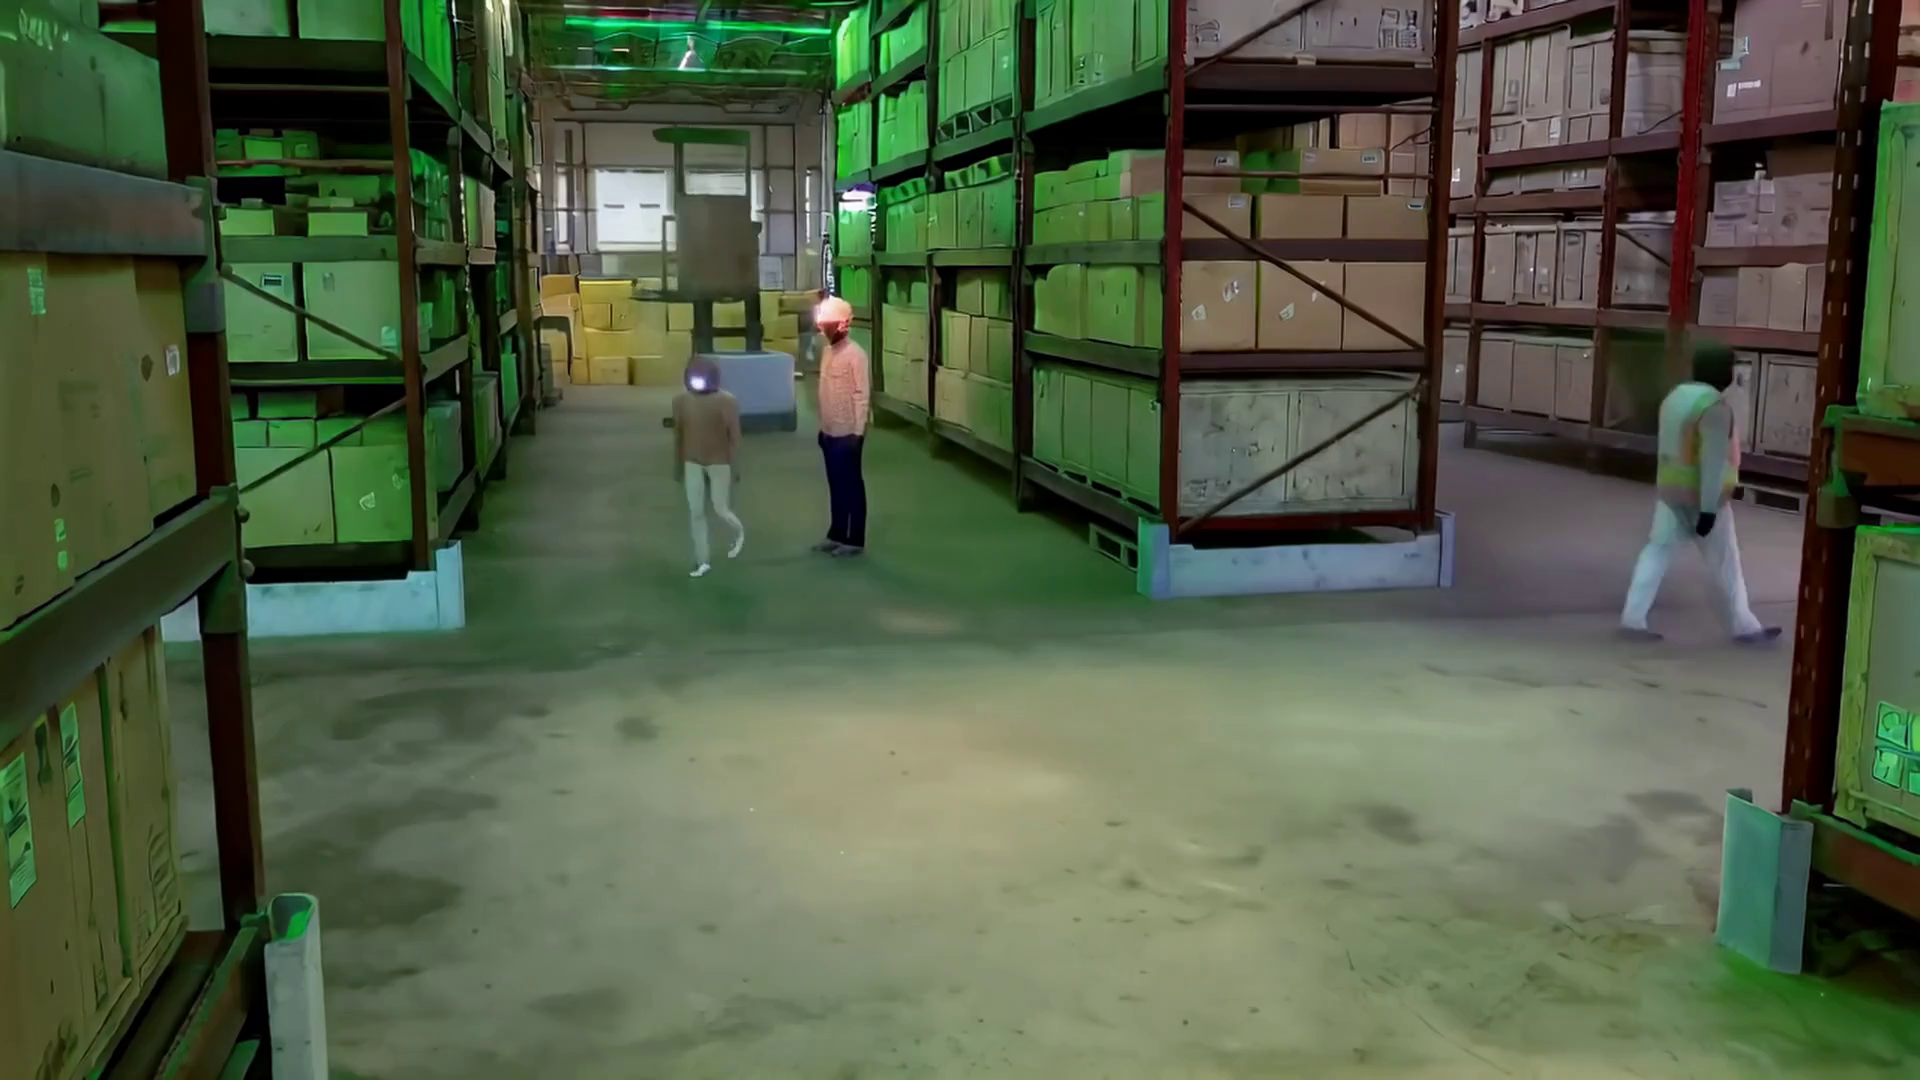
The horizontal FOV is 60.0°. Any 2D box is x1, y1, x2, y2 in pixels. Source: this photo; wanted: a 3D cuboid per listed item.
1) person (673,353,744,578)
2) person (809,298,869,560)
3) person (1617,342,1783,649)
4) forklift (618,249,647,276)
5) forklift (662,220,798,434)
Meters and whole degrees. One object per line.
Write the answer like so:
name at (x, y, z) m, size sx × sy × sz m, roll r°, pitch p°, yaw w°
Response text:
person at (-1.791, -0.553, 12.037) m, size 0.516 × 1.612 × 0.543 m, roll 3°, pitch 10°, yaw 15°
person at (-0.916, -0.847, 12.704) m, size 0.387 × 1.988 × 0.608 m, roll -6°, pitch 11°, yaw -32°
person at (4.296, -0.247, 9.637) m, size 0.964 × 1.791 × 0.639 m, roll -1°, pitch 9°, yaw -7°
forklift at (-11.221, -8.596, 57.218) m, size 1.129 × 2.768 × 1.873 m, roll -6°, pitch 11°, yaw -31°
forklift at (-3.090, -2.857, 22.239) m, size 1.129 × 2.768 × 1.873 m, roll -7°, pitch 12°, yaw -36°
